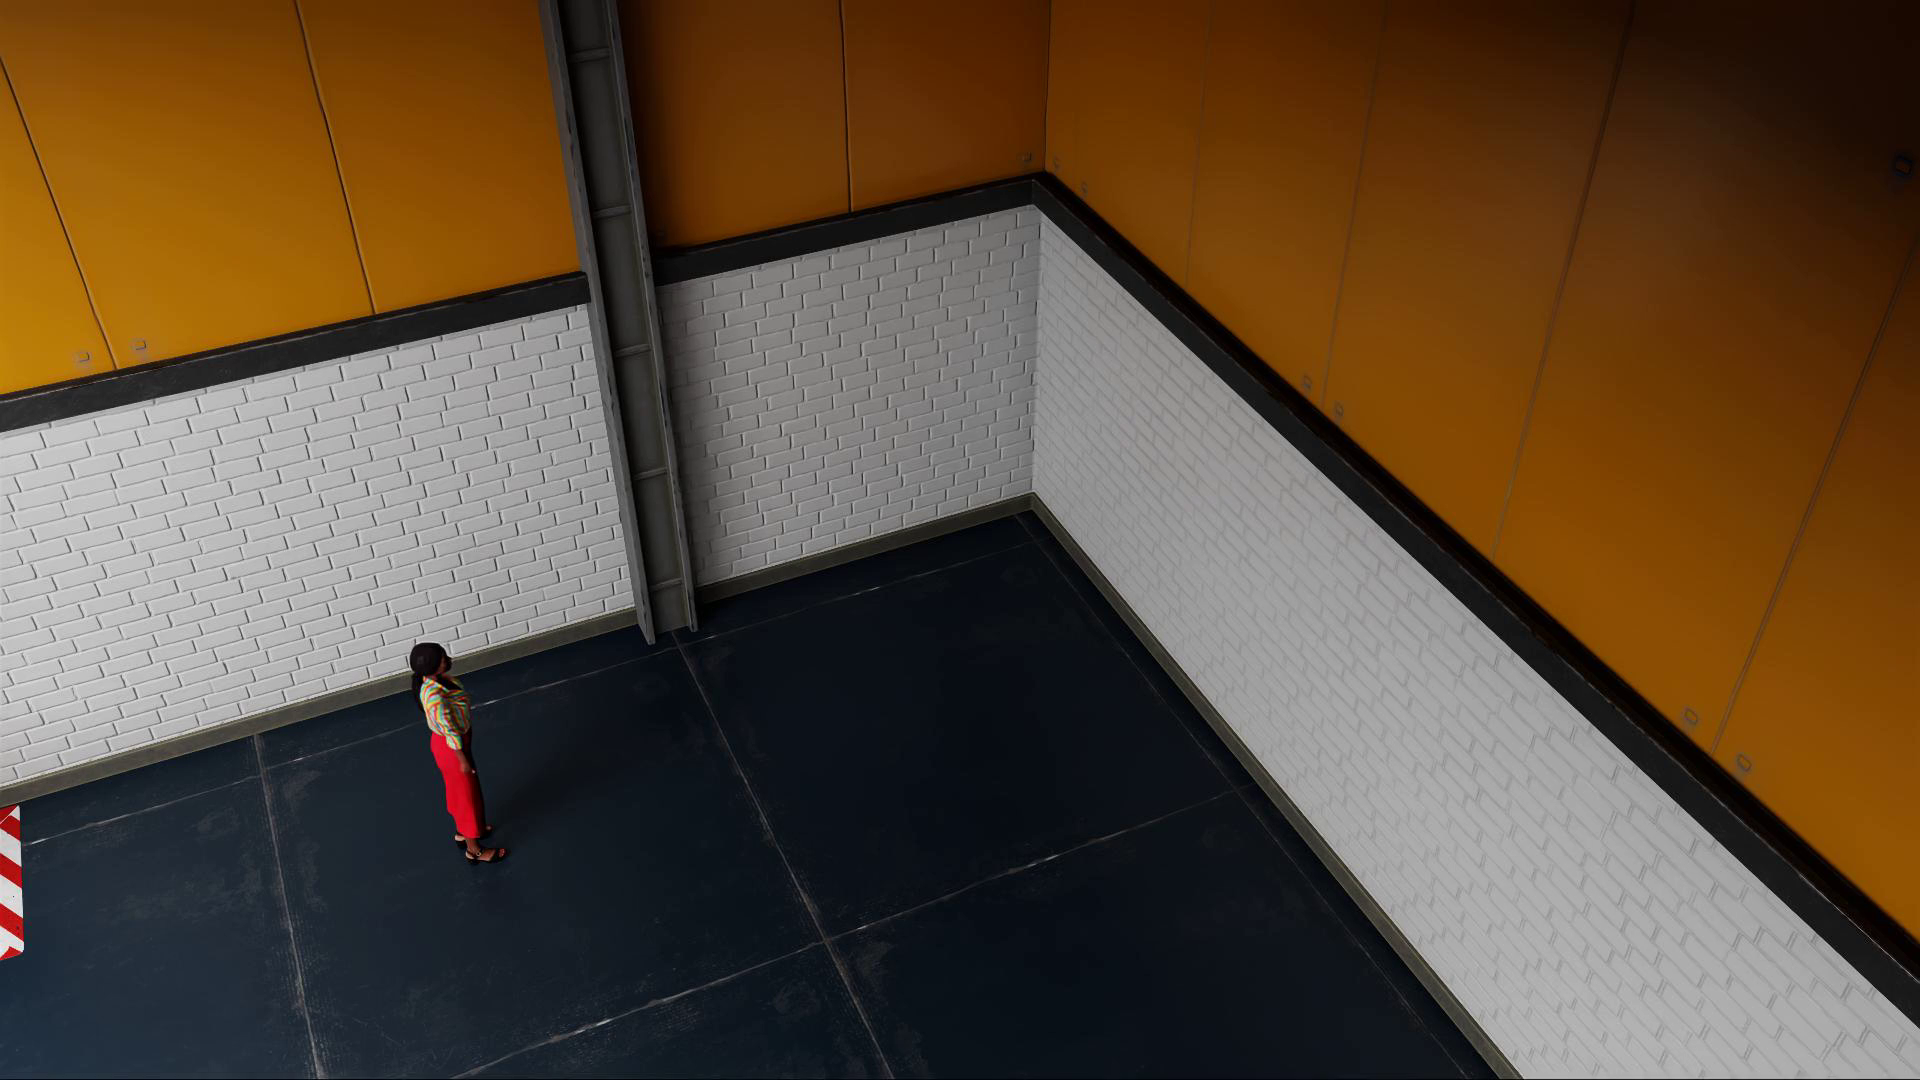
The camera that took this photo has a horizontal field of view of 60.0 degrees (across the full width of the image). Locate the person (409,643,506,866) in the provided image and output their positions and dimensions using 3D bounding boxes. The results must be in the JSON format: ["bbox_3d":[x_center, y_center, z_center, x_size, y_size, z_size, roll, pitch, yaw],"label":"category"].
[{"bbox_3d":[-3.157,1.328,10.367,0.552,1.792,0.617,-20,43,-24],"label":"person"}]
